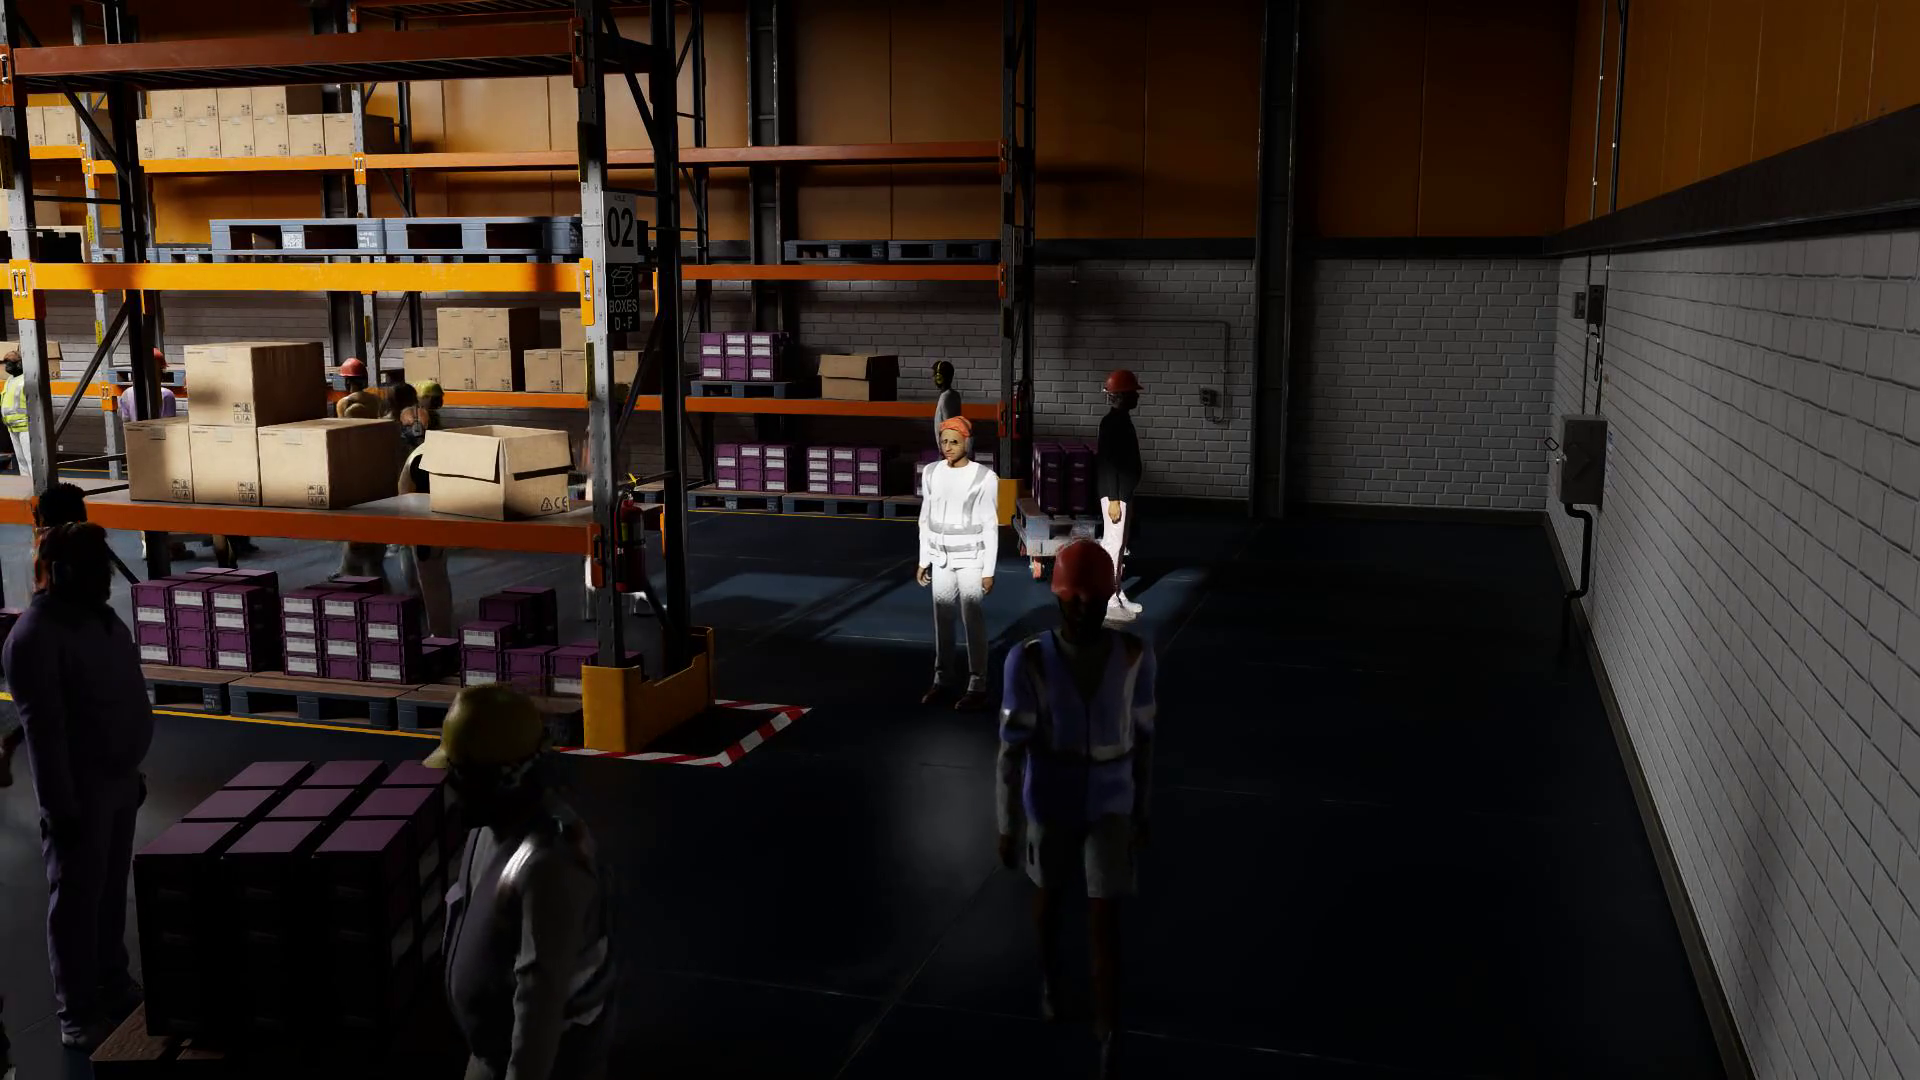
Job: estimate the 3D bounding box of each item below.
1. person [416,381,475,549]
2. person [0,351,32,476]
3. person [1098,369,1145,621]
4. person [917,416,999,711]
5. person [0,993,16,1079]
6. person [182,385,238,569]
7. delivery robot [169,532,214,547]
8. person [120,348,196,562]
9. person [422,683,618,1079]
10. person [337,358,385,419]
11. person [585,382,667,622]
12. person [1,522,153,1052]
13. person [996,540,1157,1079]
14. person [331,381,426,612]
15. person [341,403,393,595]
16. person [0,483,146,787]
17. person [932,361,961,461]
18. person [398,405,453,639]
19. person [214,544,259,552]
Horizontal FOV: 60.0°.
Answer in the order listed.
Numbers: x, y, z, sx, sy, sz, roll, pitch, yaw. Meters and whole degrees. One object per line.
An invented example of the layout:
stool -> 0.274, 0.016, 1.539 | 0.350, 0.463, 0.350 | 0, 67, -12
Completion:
person -> -5.305, -0.737, 16.542 | 0.930, 1.696, 0.494 | -1, 9, -5
person -> -11.057, -1.315, 19.638 | 0.623, 1.836, 0.429 | 7, 12, 37
person -> 1.282, -0.366, 13.342 | 0.375, 1.997, 0.612 | 3, 10, 17
person -> -0.011, 0.145, 10.595 | 0.579, 1.879, 0.348 | 7, 11, 35
person -> -1.742, 1.540, 2.868 | 0.406, 1.612, 0.534 | -6, 11, -32
person -> -6.530, -0.526, 14.494 | 0.360, 1.939, 0.543 | -1, 9, -4
delivery robot -> -7.296, -0.146, 16.085 | 0.707, 0.478, 0.477 | -4, 10, -19
person -> -7.676, -0.810, 15.905 | 0.607, 2.044, 0.379 | 3, 10, 16
person -> -1.134, 1.246, 4.085 | 0.726, 1.798, 0.616 | -6, 11, -33
person -> -5.793, -0.783, 16.060 | 0.371, 1.939, 0.543 | 4, 10, 25
person -> -2.688, -0.306, 13.277 | 0.798, 1.890, 0.581 | -8, 12, -41
person -> -3.132, 0.879, 6.028 | 0.411, 1.908, 0.643 | -1, 9, -6
person -> 0.409, 0.923, 5.847 | 0.571, 1.882, 1.009 | -1, 9, -3
person -> -4.669, -0.337, 13.475 | 0.875, 1.910, 0.640 | -1, 9, -5
person -> -4.508, -0.128, 12.518 | 0.507, 1.793, 0.604 | 3, 10, 18
person -> -4.848, 0.525, 8.887 | 0.707, 1.674, 0.535 | -2, 9, -11
person -> -0.142, -0.889, 16.941 | 0.328, 1.865, 0.517 | 2, 10, 11
person -> -3.816, -0.043, 11.878 | 0.429, 1.837, 0.628 | -2, 10, -14
person -> -7.186, -0.753, 16.445 | 0.546, 1.754, 0.366 | 5, 11, 28
